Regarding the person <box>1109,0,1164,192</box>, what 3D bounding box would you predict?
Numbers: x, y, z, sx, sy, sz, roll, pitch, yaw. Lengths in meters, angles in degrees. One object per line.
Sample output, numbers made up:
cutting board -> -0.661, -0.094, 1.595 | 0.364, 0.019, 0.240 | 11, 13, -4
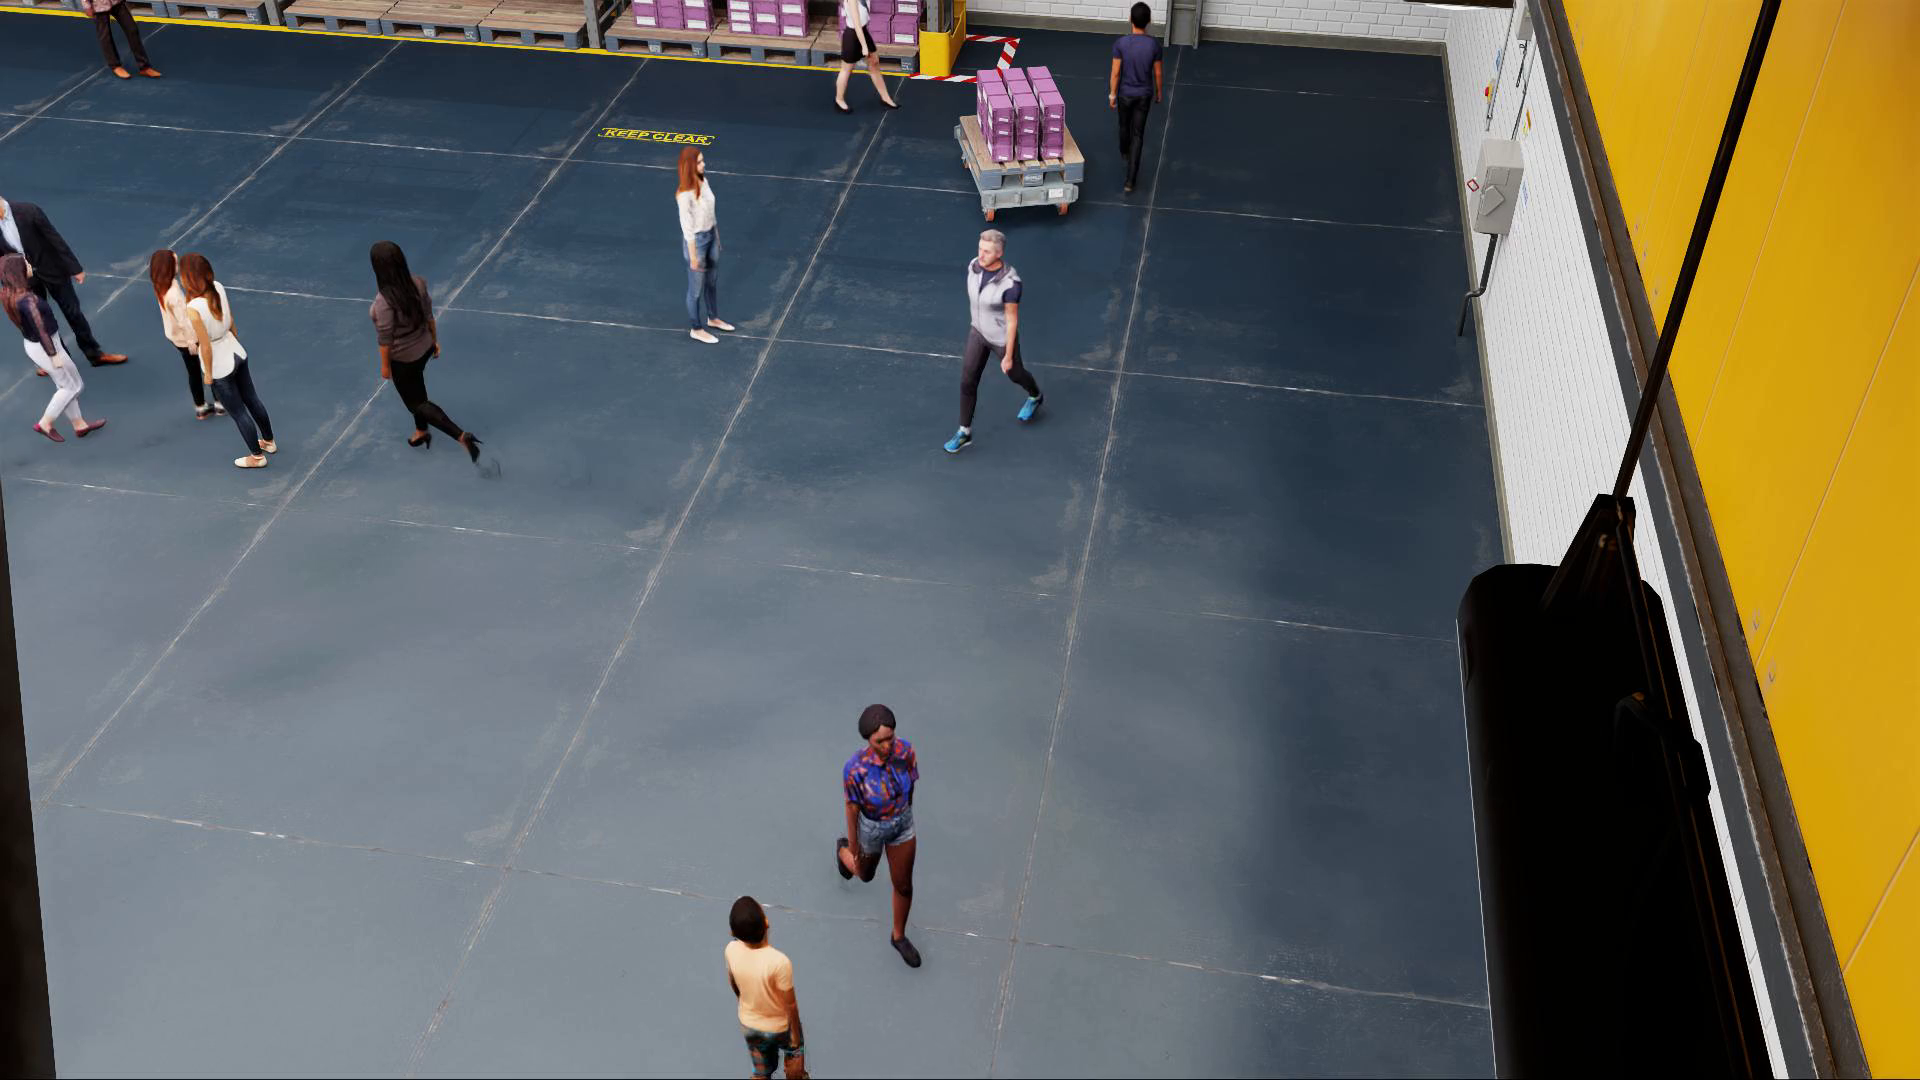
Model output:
person -> 1.691, -4.240, 16.078 | 1.088, 1.736, 0.796 | 3, 39, 4

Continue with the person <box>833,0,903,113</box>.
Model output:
person -> -1.171, -5.201, 17.378 | 0.966, 1.615, 0.599 | 4, 39, 5

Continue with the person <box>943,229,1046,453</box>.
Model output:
person -> 0.339, -1.561, 12.691 | 1.292, 1.776, 1.193 | 29, 47, 31

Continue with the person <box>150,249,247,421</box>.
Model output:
person -> -6.064, -1.560, 12.934 | 0.777, 1.473, 0.714 | -26, 46, -29

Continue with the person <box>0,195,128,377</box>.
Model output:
person -> -7.339, -2.133, 13.420 | 0.756, 1.762, 0.977 | -20, 43, -23

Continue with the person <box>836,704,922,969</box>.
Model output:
person -> -0.458, 1.494, 8.911 | 1.054, 1.721, 1.068 | -20, 43, -23

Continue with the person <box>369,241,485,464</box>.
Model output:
person -> -4.005, -1.331, 12.378 | 1.130, 1.809, 0.805 | 11, 40, 13

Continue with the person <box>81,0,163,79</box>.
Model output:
person -> -9.387, -5.924, 18.150 | 1.065, 1.783, 0.960 | 26, 45, 29

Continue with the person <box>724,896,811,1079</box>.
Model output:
person -> -0.935, 2.363, 8.053 | 0.568, 1.433, 0.631 | 16, 41, 20

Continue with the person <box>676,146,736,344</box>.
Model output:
person -> -2.188, -2.468, 13.865 | 0.609, 1.730, 0.626 | 16, 41, 19

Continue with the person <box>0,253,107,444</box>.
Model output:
person -> -7.012, -1.411, 12.654 | 0.892, 1.590, 0.844 | -28, 46, -30

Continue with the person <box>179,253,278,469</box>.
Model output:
person -> -5.463, -1.329, 12.394 | 0.521, 1.784, 0.600 | 7, 39, 9
